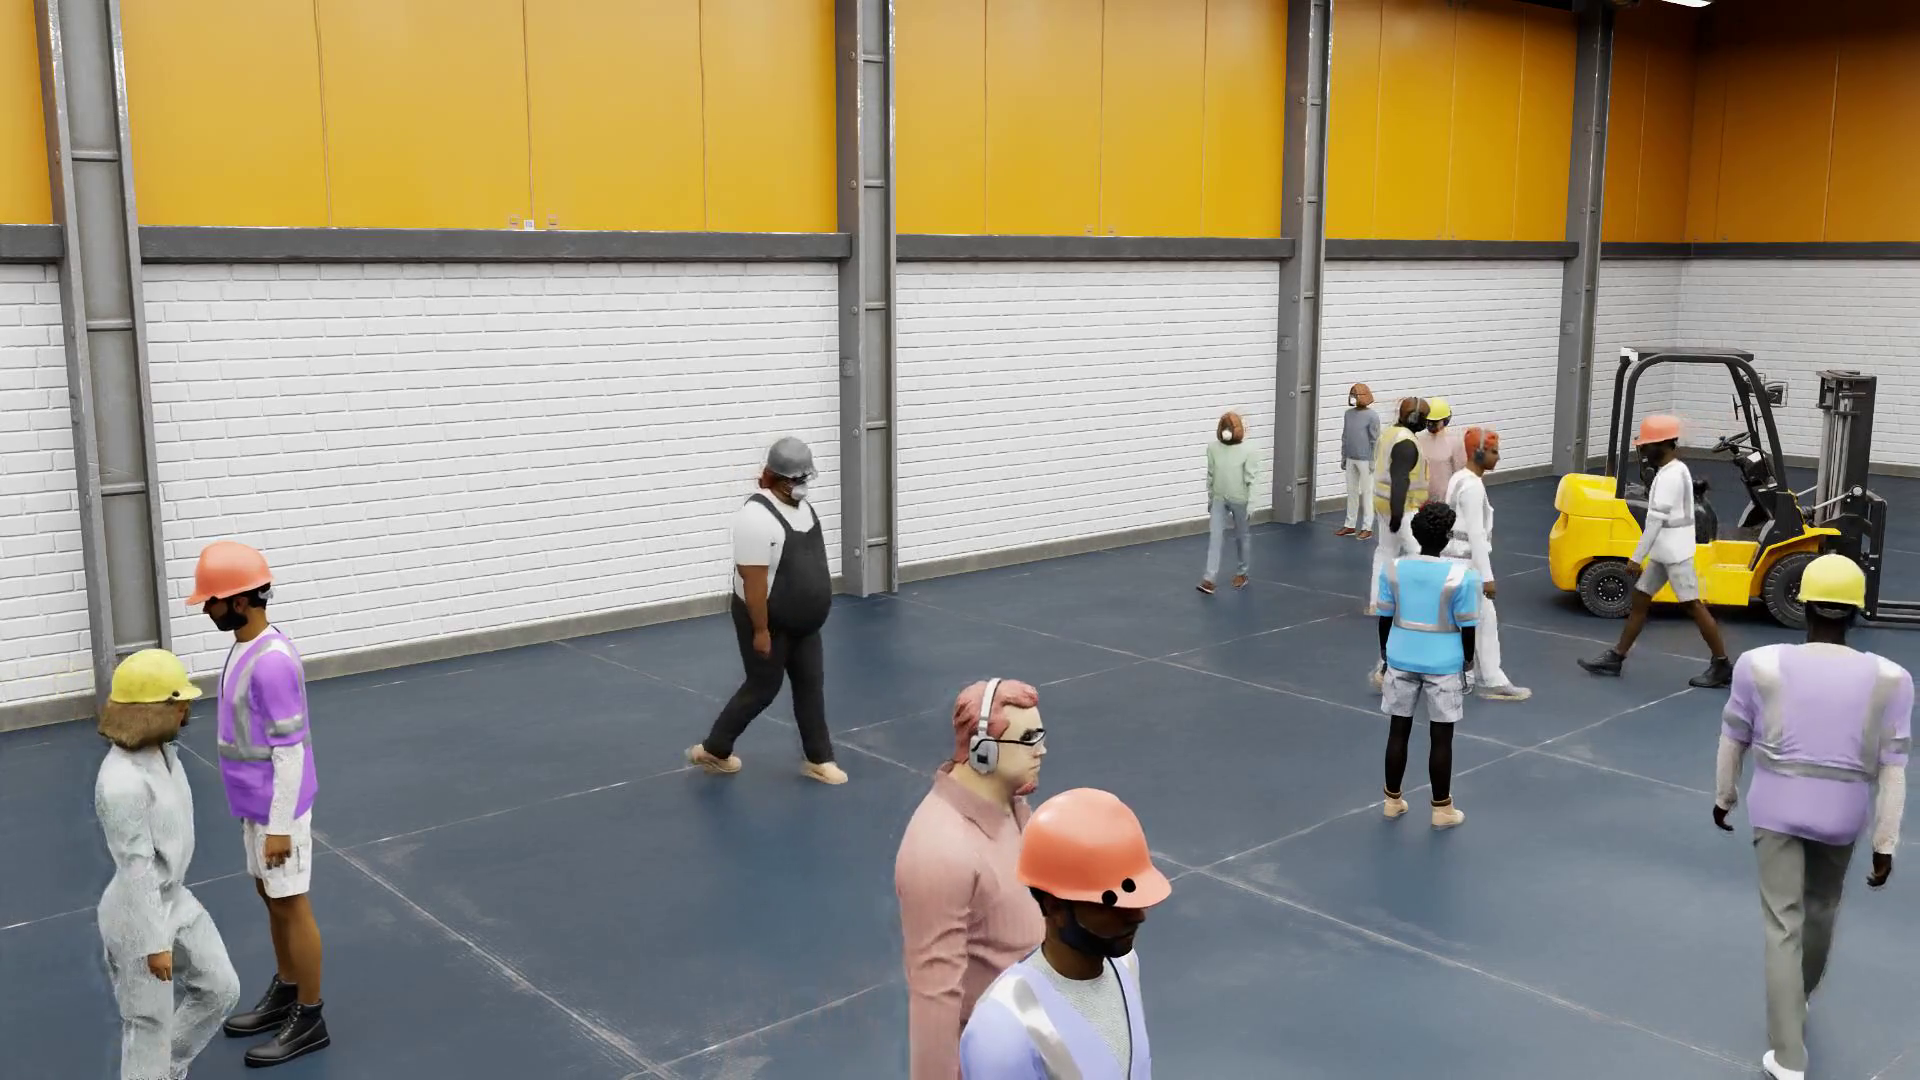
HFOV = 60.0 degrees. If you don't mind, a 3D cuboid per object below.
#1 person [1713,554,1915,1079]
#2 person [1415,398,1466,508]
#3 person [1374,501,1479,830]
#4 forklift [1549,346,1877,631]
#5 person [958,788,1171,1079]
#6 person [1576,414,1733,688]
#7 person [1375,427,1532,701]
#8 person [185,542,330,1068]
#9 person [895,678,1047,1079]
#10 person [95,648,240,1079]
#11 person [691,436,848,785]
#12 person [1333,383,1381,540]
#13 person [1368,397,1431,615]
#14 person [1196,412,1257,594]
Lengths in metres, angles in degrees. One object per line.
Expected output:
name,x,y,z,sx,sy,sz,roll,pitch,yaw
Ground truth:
person,3.100,0.979,6.103,0.594,1.874,0.974,3,10,16
person,3.994,-0.321,14.049,0.523,1.759,0.332,9,13,43
person,2.404,0.644,8.576,0.541,1.696,0.315,7,12,36
forklift,6.109,-0.478,13.691,2.313,2.155,1.214,3,10,16
person,0.232,1.425,3.298,0.358,1.938,0.542,6,11,30
person,4.870,0.080,11.411,1.034,1.877,0.561,4,10,20
person,3.261,0.167,10.975,0.975,1.849,0.598,3,10,14
person,-2.556,0.956,6.074,0.385,1.928,0.547,-6,12,-32
person,0.086,1.279,4.276,0.430,1.891,0.673,3,10,17
person,-2.528,1.193,5.280,0.370,1.732,0.489,-1,10,-6
person,-1.067,0.358,9.246,0.816,2.000,0.736,5,11,28
person,4.162,-0.824,17.351,0.284,1.633,0.501,-6,11,-29
person,3.643,-0.252,13.476,0.630,1.809,0.636,0,10,3
person,2.350,-0.323,14.536,0.516,1.577,0.869,6,11,32
